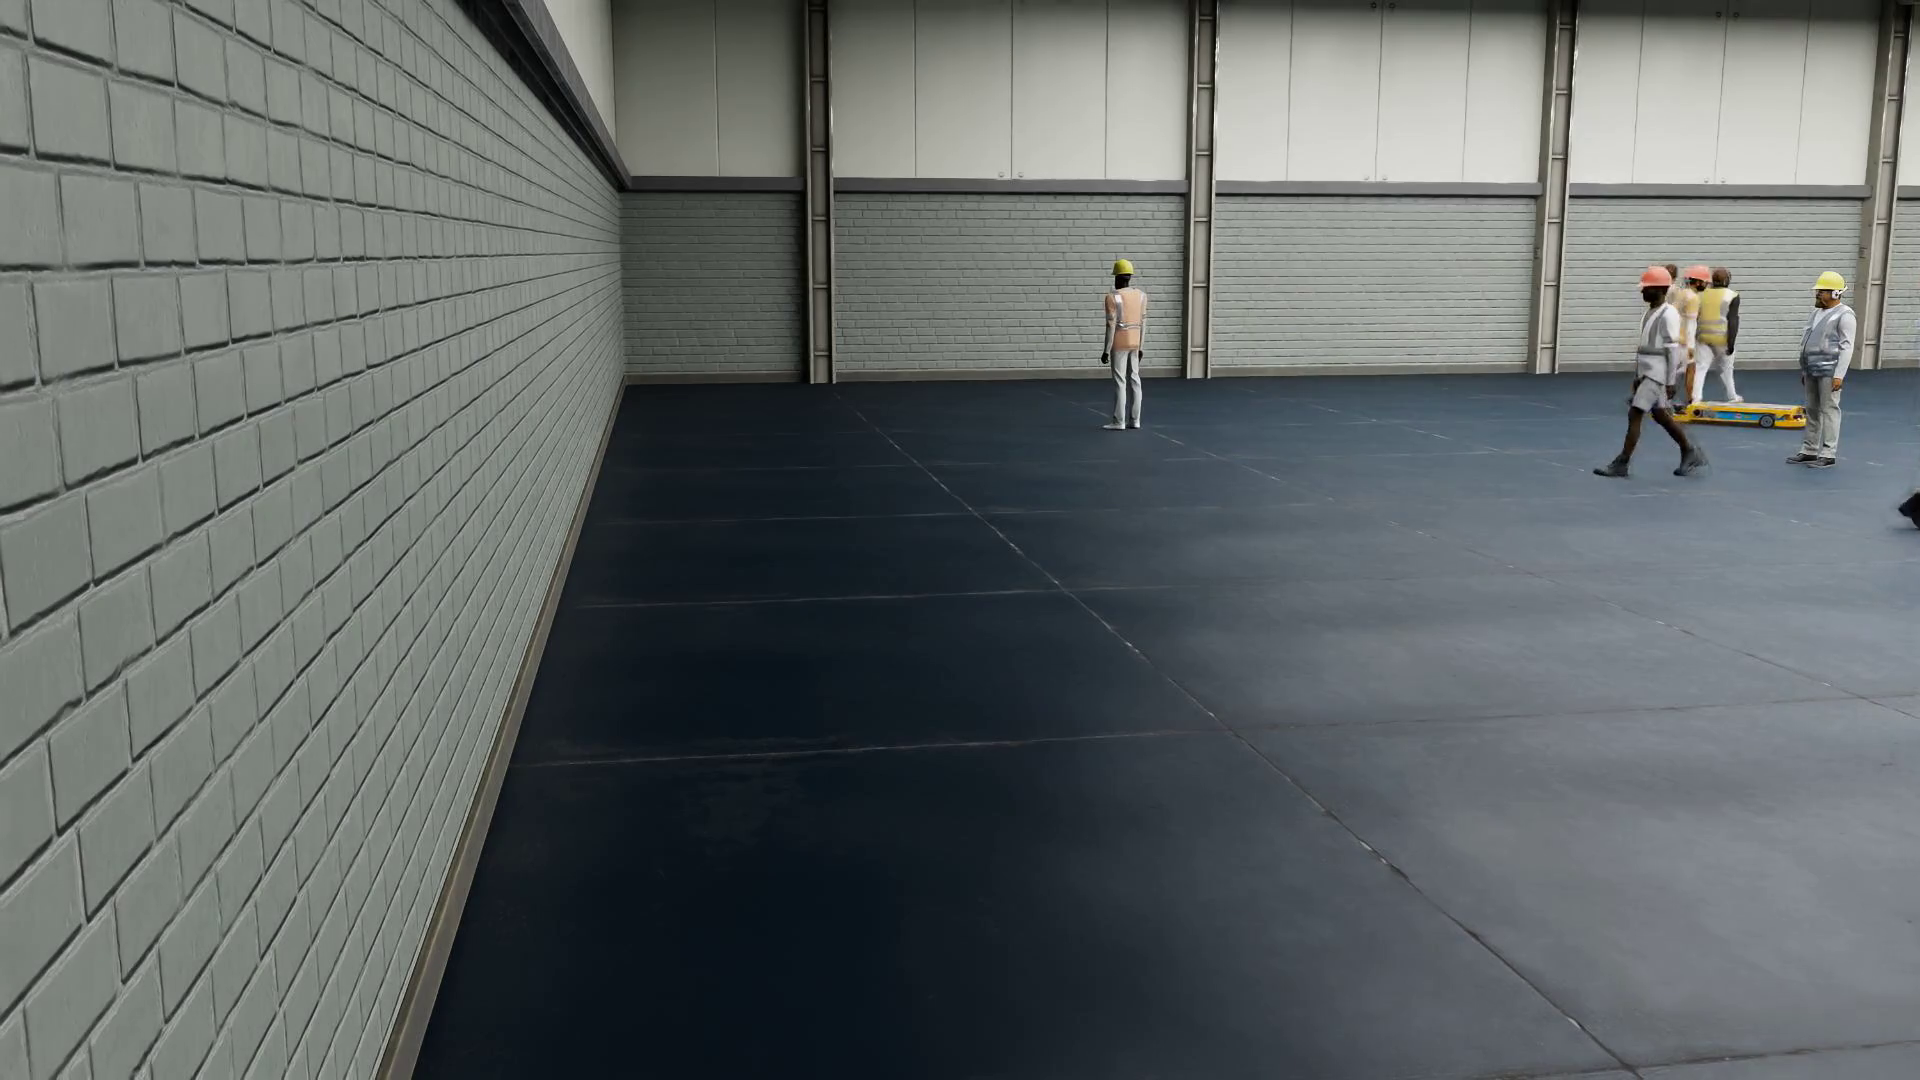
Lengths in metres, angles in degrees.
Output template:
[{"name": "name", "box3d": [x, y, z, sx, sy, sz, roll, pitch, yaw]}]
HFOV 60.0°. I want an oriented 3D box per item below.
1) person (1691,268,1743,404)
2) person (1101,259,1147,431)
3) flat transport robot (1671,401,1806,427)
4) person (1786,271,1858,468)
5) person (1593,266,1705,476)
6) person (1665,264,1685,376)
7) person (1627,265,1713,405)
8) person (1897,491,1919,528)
[{"name": "person", "box3d": [9.551, -2.506, 20.946, 0.958, 1.794, 0.638, -7, 12, -35]}, {"name": "person", "box3d": [1.847, -2.201, 18.838, 0.585, 1.929, 0.370, -7, 12, -35]}, {"name": "flat transport robot", "box3d": [9.147, -1.481, 19.461, 1.431, 0.197, 0.652, 7, 12, 33]}, {"name": "person", "box3d": [8.090, -1.591, 15.599, 0.403, 1.834, 0.588, -1, 10, -6]}, {"name": "person", "box3d": [6.270, -1.499, 14.909, 0.972, 1.902, 0.554, 0, 10, 2]}, {"name": "person", "box3d": [11.337, -3.473, 26.497, 0.940, 1.802, 0.537, -3, 10, -15]}, {"name": "person", "box3d": [8.916, -2.502, 20.801, 1.003, 1.871, 0.558, 2, 10, 11]}, {"name": "person", "box3d": [7.182, -0.940, 11.715, 0.978, 1.898, 0.545, 10, 14, 44]}]
